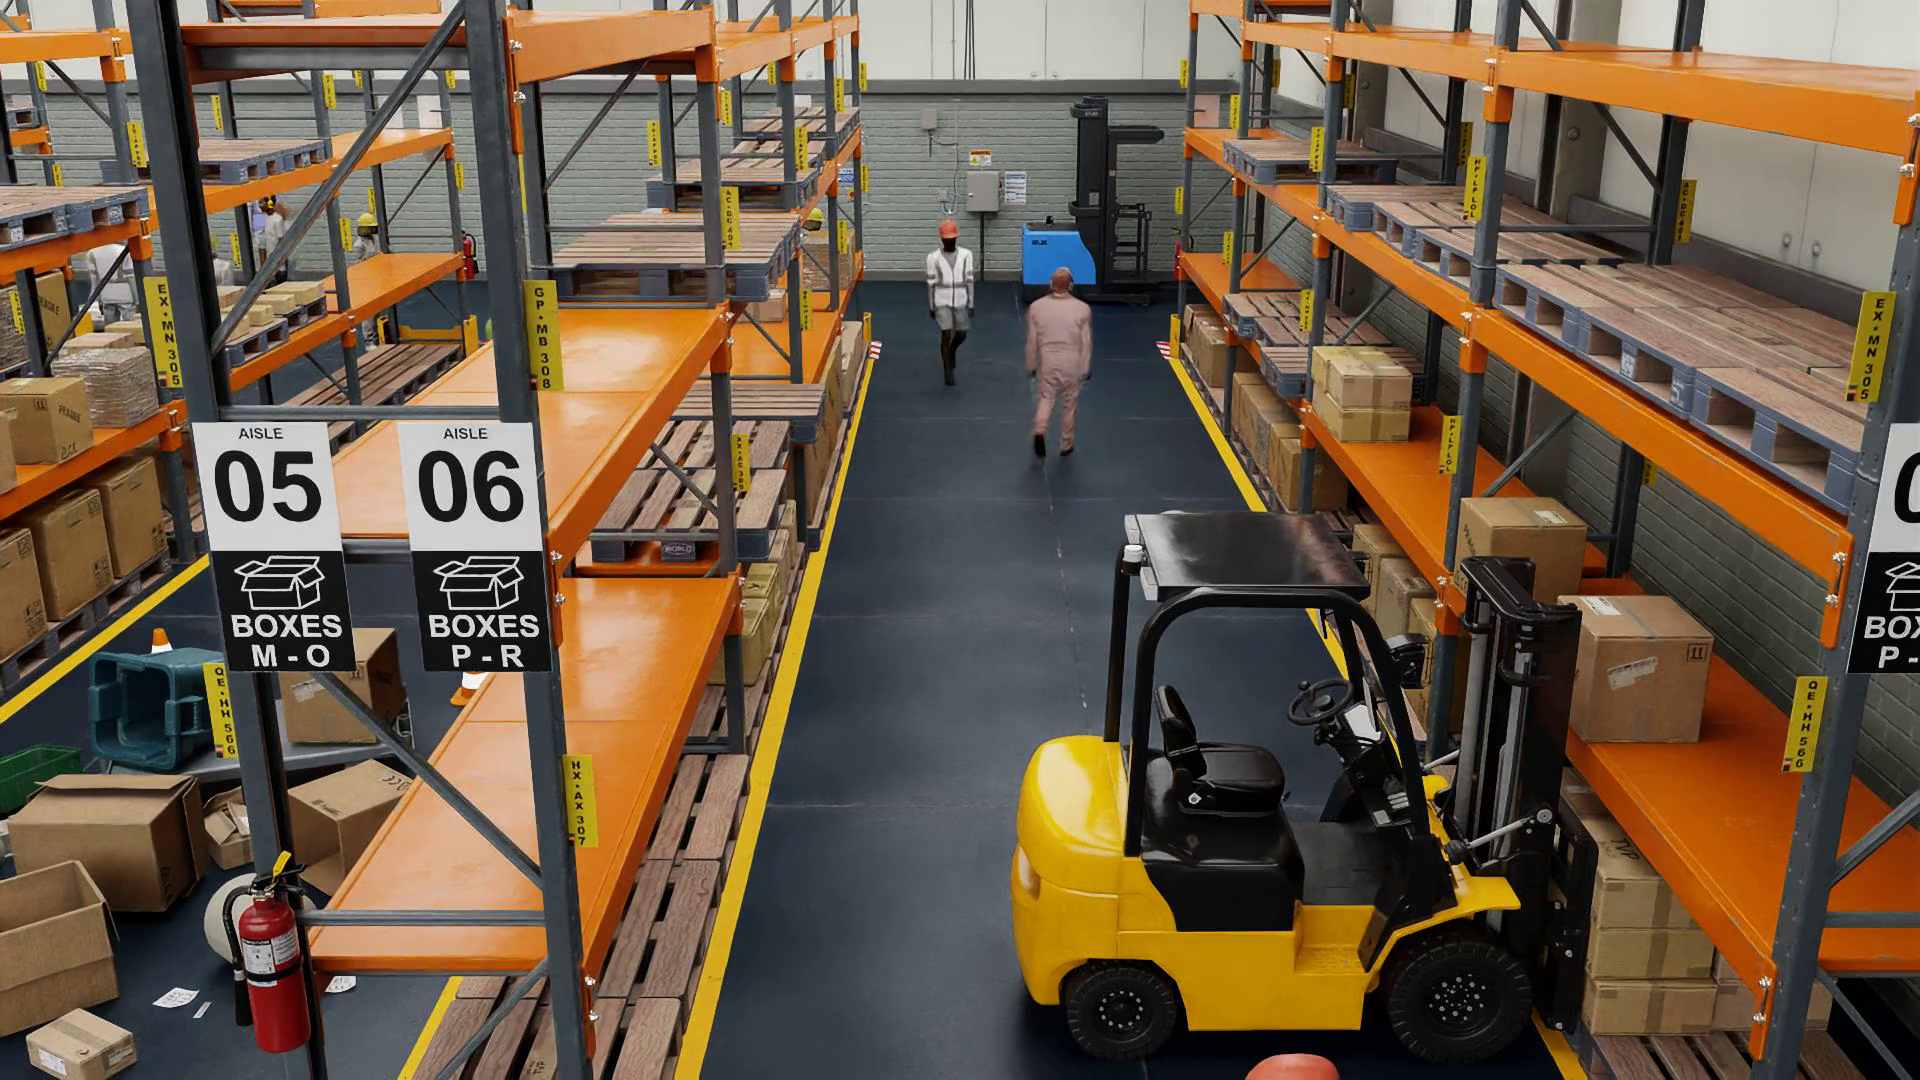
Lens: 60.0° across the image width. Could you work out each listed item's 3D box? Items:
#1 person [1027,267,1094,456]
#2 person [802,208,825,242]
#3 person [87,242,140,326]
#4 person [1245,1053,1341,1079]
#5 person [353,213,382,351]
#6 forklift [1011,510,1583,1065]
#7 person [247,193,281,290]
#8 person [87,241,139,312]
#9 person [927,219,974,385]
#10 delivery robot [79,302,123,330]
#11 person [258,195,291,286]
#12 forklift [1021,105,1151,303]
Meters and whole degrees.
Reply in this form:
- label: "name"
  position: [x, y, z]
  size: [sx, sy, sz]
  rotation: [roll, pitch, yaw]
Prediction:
- label: "person"
  position: [0.968, -1.705, 16.204]
  size: [0.649, 1.889, 0.616]
  rotation: [6, 19, 17]
- label: "person"
  position: [-1.908, -3.476, 21.807]
  size: [0.324, 1.730, 0.491]
  rotation: [-1, 18, -3]
- label: "person"
  position: [-9.922, -2.855, 19.624]
  size: [0.547, 1.929, 0.386]
  rotation: [2, 18, 5]
- label: "person"
  position: [0.758, 2.187, 4.203]
  size: [0.403, 2.036, 0.609]
  rotation: [-8, 20, -23]
- label: "person"
  position: [-7.483, -3.285, 21.206]
  size: [0.299, 1.745, 0.483]
  rotation: [4, 19, 11]
- label: "forklift"
  position: [1.387, 1.055, 7.378]
  size: [2.313, 2.155, 1.214]
  rotation: [0, 18, 0]
- label: "person"
  position: [-10.698, -4.832, 25.584]
  size: [0.551, 1.933, 0.370]
  rotation: [-13, 22, -34]
- label: "person"
  position: [-11.798, -3.940, 23.093]
  size: [0.764, 1.805, 0.647]
  rotation: [-6, 19, -17]
- label: "person"
  position: [-0.122, -2.806, 19.486]
  size: [0.554, 1.916, 0.652]
  rotation: [-4, 19, -12]
- label: "delivery robot"
  position: [-11.349, -3.000, 22.061]
  size: [0.707, 0.478, 0.477]
  rotation: [-2, 18, -7]
- label: "person"
  position: [-9.269, -3.804, 22.607]
  size: [0.336, 1.860, 0.498]
  rotation: [-14, 23, -36]
- label: "forklift"
  position: [1.857, -4.944, 24.441]
  size: [1.873, 2.768, 1.129]
  rotation: [0, 18, 0]
